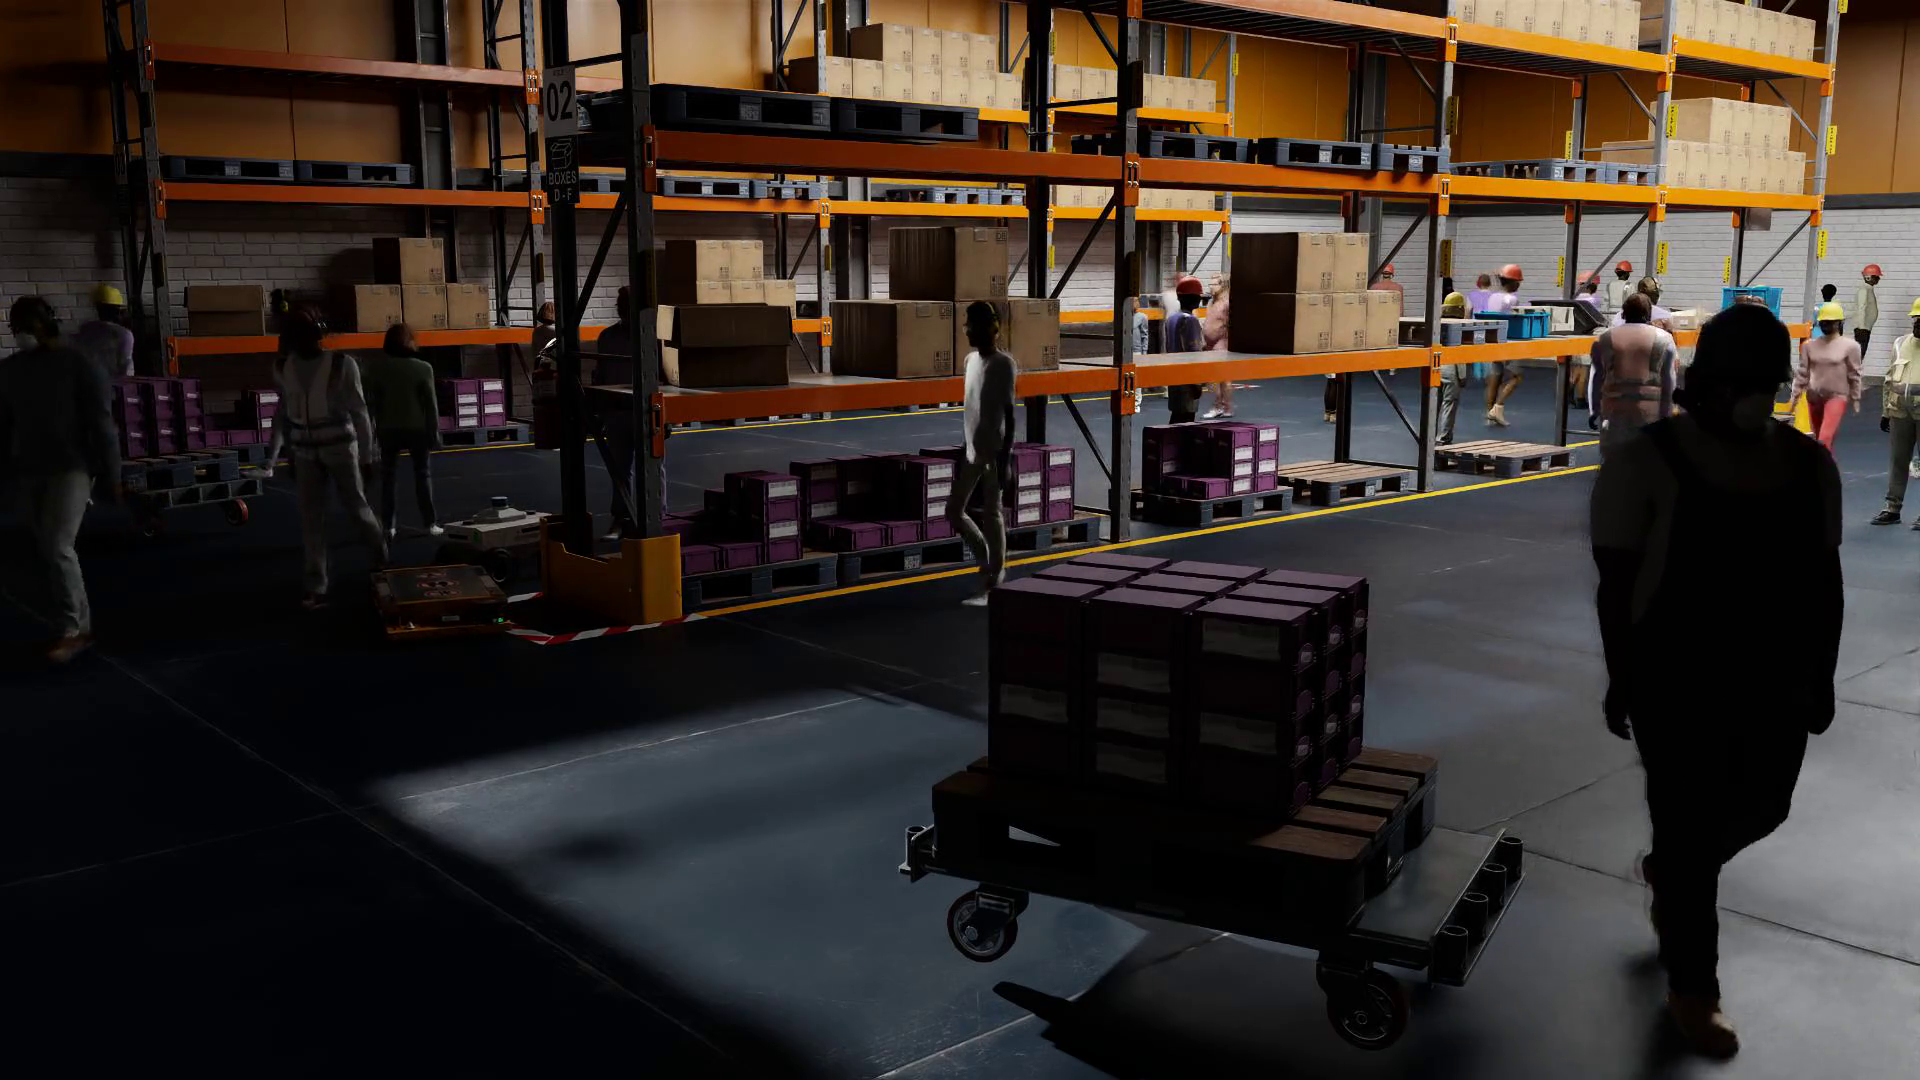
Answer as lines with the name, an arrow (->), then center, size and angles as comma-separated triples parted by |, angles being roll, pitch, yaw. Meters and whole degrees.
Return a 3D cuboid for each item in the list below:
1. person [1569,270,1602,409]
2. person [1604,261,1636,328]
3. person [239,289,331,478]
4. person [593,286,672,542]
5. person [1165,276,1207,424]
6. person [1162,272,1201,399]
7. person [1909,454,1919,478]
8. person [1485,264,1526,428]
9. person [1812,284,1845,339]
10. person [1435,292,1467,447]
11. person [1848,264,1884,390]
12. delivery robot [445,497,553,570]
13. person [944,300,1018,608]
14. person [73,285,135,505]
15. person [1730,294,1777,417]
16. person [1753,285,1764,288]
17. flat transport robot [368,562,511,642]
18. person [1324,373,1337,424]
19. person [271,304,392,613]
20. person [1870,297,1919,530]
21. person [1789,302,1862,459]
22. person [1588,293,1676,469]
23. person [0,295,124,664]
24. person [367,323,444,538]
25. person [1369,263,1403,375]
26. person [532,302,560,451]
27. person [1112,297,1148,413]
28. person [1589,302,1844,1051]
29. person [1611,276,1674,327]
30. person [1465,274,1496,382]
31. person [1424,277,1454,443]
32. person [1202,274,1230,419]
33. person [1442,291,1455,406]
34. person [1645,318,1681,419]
person -> 8.696, -2.773, 23.101 | 0.394, 1.927, 0.565 | -4, 10, -21
person -> 11.431, -3.800, 28.780 | 0.371, 2.044, 0.608 | -6, 12, -33
person -> -6.405, -1.497, 15.979 | 0.998, 1.817, 0.537 | -2, 10, -13
person -> -2.426, -0.928, 12.366 | 0.641, 1.908, 0.408 | 2, 10, 12
person -> 2.173, -1.554, 15.937 | 0.361, 1.938, 0.544 | -4, 10, -21
person -> 3.337, -3.055, 24.872 | 0.662, 1.881, 0.744 | 8, 12, 39
person -> 9.097, -1.426, 15.556 | 0.535, 1.819, 1.003 | 0, 10, 3
person -> 6.687, -2.363, 20.419 | 0.428, 2.028, 0.617 | -3, 10, -16
person -> 13.279, -3.074, 25.543 | 0.542, 1.695, 0.316 | 2, 10, 10
person -> 5.284, -1.801, 17.974 | 0.346, 1.737, 0.486 | -5, 11, -28
person -> 14.444, -3.391, 26.526 | 0.397, 1.992, 0.621 | 7, 12, 35
delivery robot -> -2.991, -0.040, 10.842 | 0.477, 0.478, 0.707 | 6, 12, 33
person -> 0.129, -0.508, 10.039 | 0.385, 1.859, 0.548 | -7, 12, -35
person -> -7.433, -1.256, 14.365 | 0.620, 1.877, 0.943 | 2, 10, 10
person -> 5.844, -0.906, 12.430 | 0.429, 1.841, 0.634 | 4, 10, 21
person -> 10.074, -2.355, 21.156 | 0.324, 1.760, 0.523 | 3, 10, 19
flat transport robot -> -3.071, 0.338, 9.735 | 0.652, 0.197, 1.431 | -4, 11, -23
person -> 4.809, -2.331, 21.182 | 0.317, 1.700, 0.538 | 0, 10, -1
person -> -3.842, -0.530, 10.227 | 0.646, 1.853, 0.929 | 1, 10, 8
person -> 7.477, -0.996, 12.981 | 0.404, 1.833, 0.590 | -6, 11, -32
person -> 7.756, -1.265, 14.898 | 0.923, 1.718, 0.542 | -7, 12, -36
person -> 5.236, -1.002, 12.992 | 0.634, 1.841, 0.429 | 4, 11, 23
person -> -4.788, -0.303, 8.663 | 0.651, 1.914, 0.721 | 2, 10, 10
person -> -4.203, -0.827, 12.589 | 0.506, 1.632, 0.278 | -1, 10, -6
person -> 7.621, -3.952, 29.813 | 0.614, 1.993, 0.395 | 2, 10, 12
person -> -4.494, -1.790, 18.237 | 0.497, 1.629, 0.277 | 8, 13, 41
person -> 2.306, -2.543, 22.618 | 0.506, 1.631, 0.281 | 4, 10, 22
person -> 2.131, 0.312, 4.713 | 0.695, 2.000, 0.849 | 0, 10, -3
person -> 6.441, -1.520, 15.736 | 0.379, 1.940, 0.629 | -6, 11, -32
person -> 8.859, -3.605, 28.267 | 0.578, 1.845, 0.428 | -1, 10, -4
person -> 5.452, -2.078, 19.060 | 0.378, 1.917, 0.597 | 2, 10, 12
person -> 3.302, -2.520, 21.742 | 0.646, 1.882, 0.665 | -3, 10, -18
person -> 6.958, -2.722, 23.649 | 0.515, 1.641, 0.309 | -8, 13, -40
person -> 5.523, -0.975, 13.449 | 0.659, 1.615, 0.545 | -1, 10, -7
